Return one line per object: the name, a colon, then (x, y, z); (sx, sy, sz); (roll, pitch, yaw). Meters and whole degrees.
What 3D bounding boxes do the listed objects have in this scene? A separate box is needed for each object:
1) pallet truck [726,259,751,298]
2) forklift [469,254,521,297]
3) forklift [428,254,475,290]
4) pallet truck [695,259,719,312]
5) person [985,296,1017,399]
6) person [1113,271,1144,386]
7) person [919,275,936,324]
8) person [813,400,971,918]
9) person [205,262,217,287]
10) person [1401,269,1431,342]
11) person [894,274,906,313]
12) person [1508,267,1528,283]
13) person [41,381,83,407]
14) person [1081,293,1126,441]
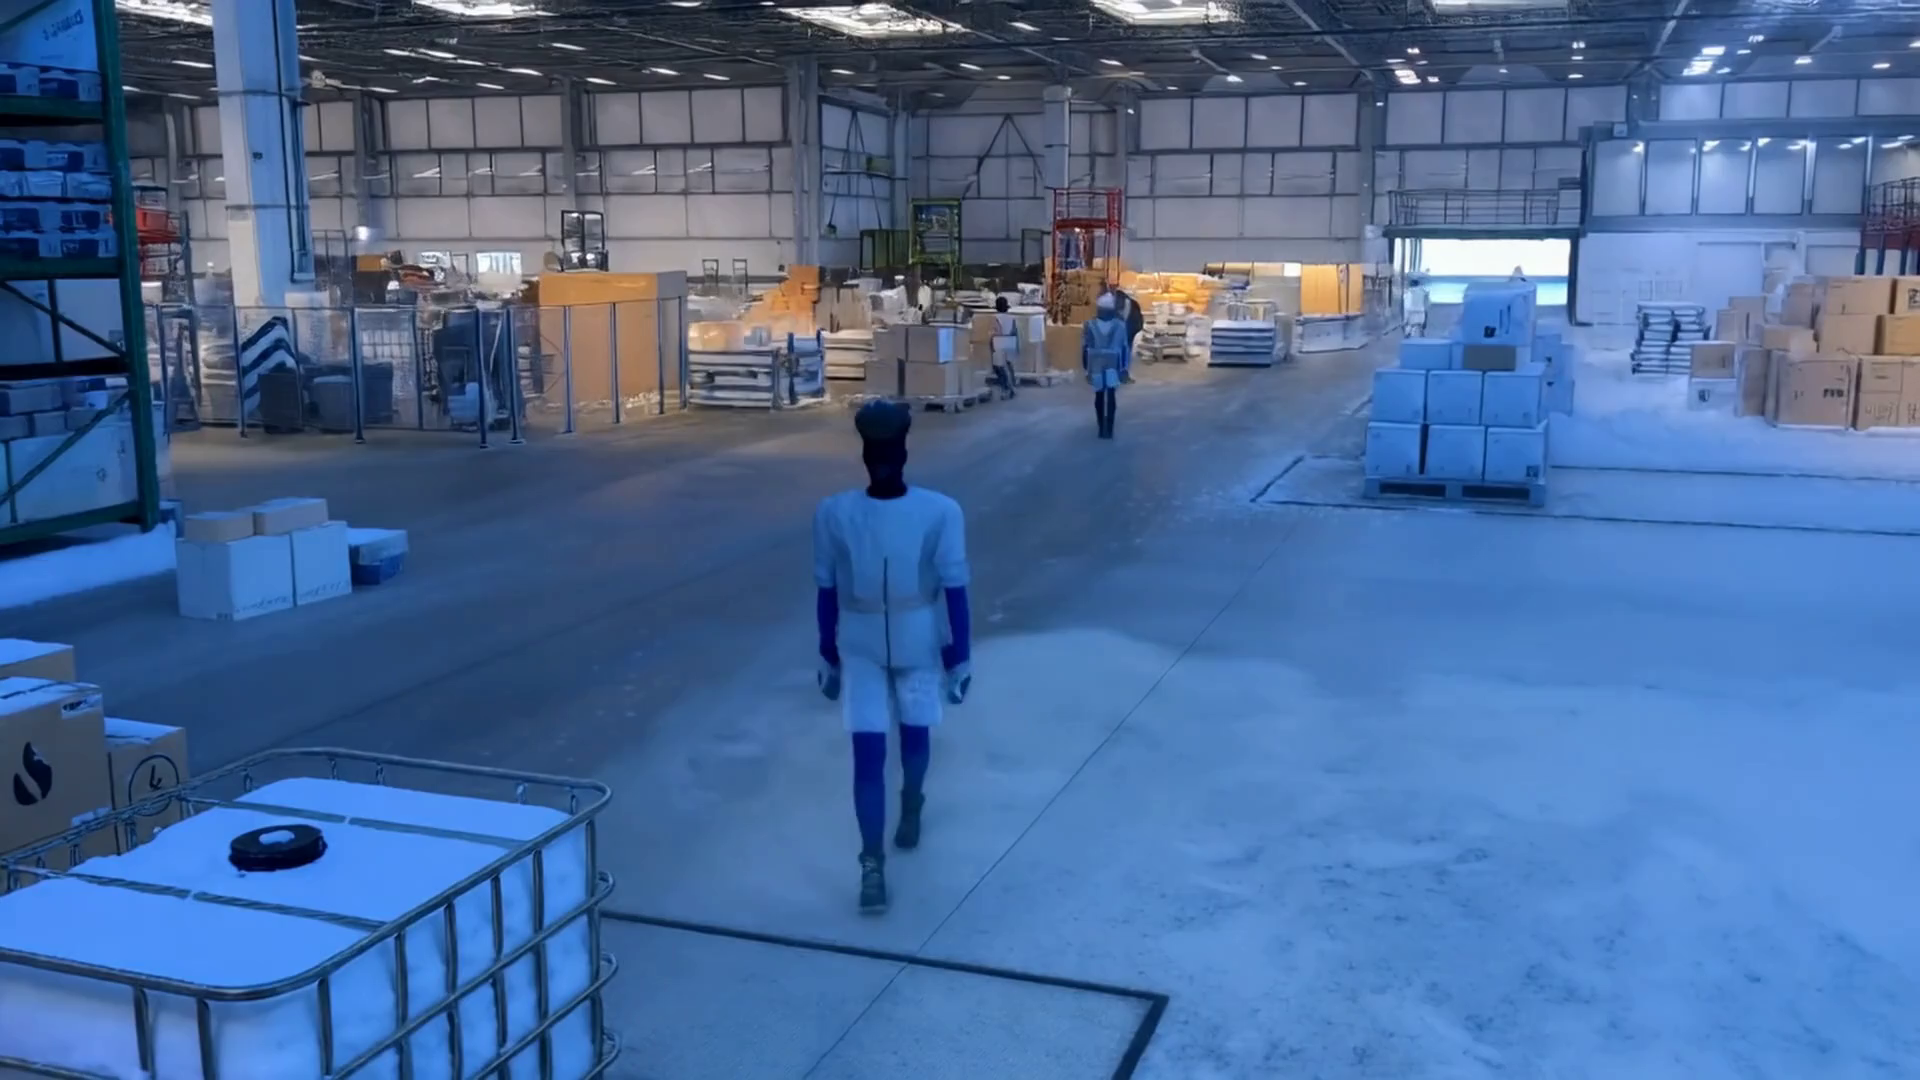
pallet truck: (-7.986, -9.493, 62.019); (0.823, 1.965, 1.885); (3, 11, 17)
forklift: (-17.990, -10.121, 64.684); (1.157, 1.987, 2.680); (3, 11, 17)
forklift: (-20.133, -10.254, 65.465); (1.157, 1.987, 2.680); (3, 11, 19)
pallet truck: (-9.165, -9.627, 62.776); (0.823, 1.965, 1.885); (4, 11, 23)
person: (0.709, -3.117, 26.991); (0.539, 1.674, 0.482); (-9, 14, -42)
person: (3.002, -3.764, 29.632); (0.539, 2.000, 0.689); (3, 11, 17)
person: (-0.672, -4.903, 36.600); (0.413, 1.843, 0.586); (5, 11, 26)
person: (-0.262, 0.402, 6.525); (0.617, 1.922, 0.983); (0, 10, 1)
person: (-29.404, -9.998, 65.368); (0.586, 1.824, 0.404); (9, 14, 43)
person: (9.070, -4.414, 33.355); (0.646, 2.013, 0.854); (-3, 10, -15)
person: (-1.536, -5.917, 42.529); (0.324, 1.769, 0.523); (1, 10, 3)
person: (16.662, -7.233, 49.763); (0.589, 1.841, 0.974); (6, 12, 30)
person: (-11.430, -2.133, 21.074); (0.423, 1.813, 0.612); (4, 11, 20)
person: (1.848, -2.231, 21.433); (0.563, 1.879, 1.008); (1, 10, 6)
